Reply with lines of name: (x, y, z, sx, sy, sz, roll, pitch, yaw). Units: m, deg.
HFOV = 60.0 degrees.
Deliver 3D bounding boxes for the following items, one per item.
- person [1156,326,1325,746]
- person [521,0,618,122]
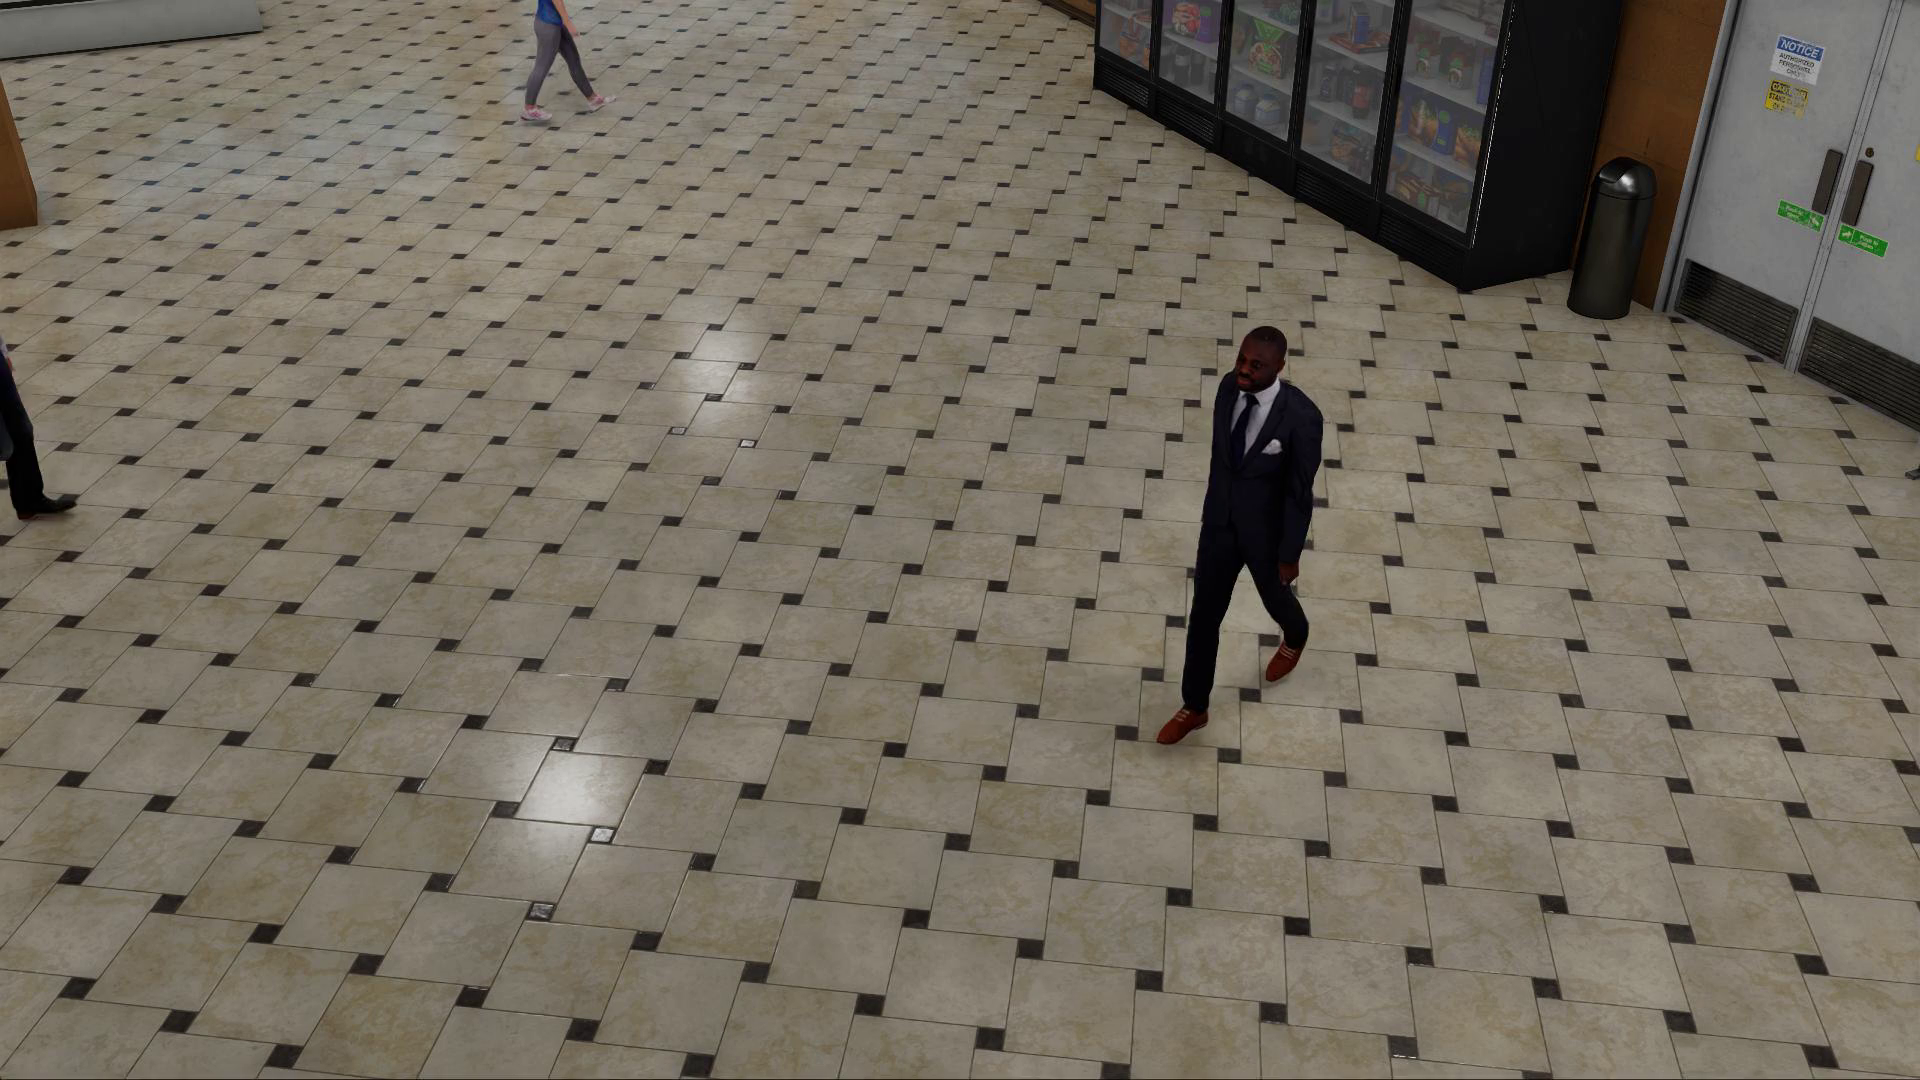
person: (1.237, -0.061, 6.793, 0.995, 1.795, 1.295, 26, 40, 35)
person: (-3.434, -4.201, 13.658, 1.080, 1.571, 0.718, -7, 33, -11)
